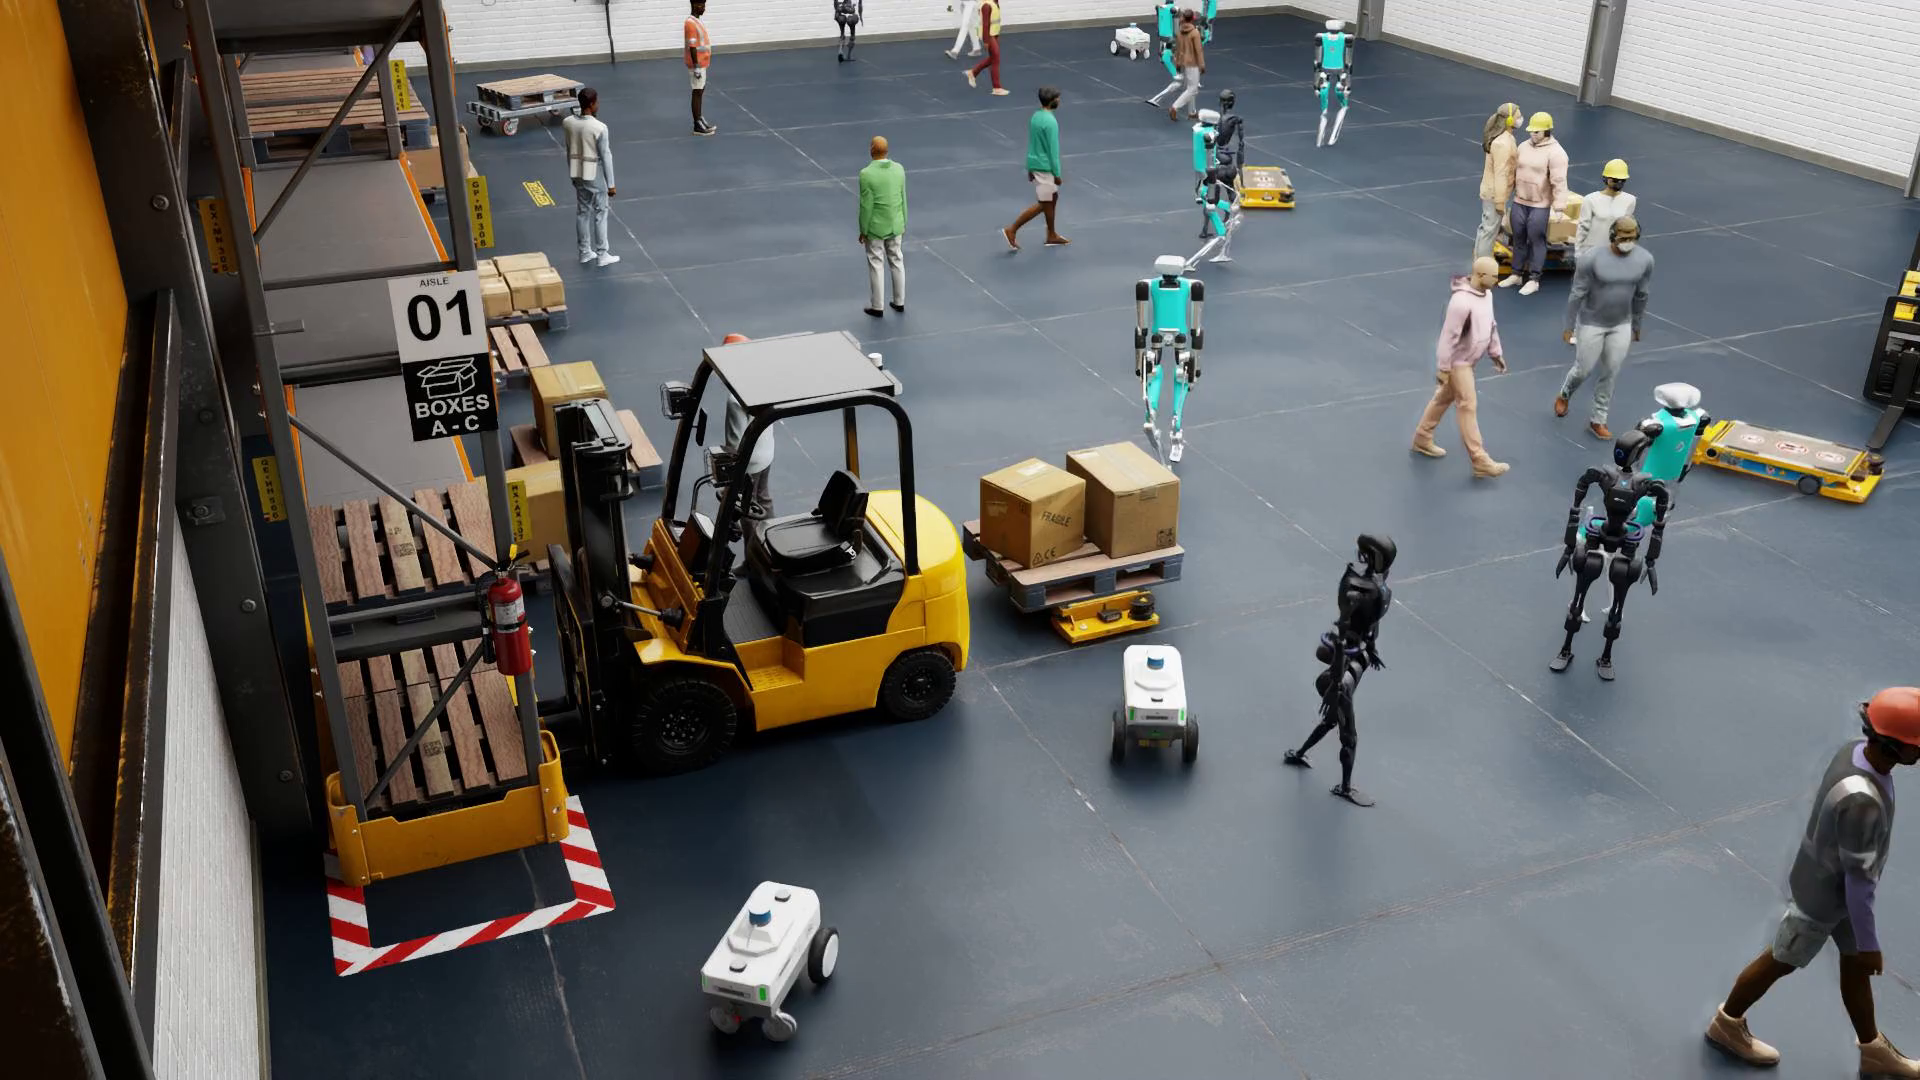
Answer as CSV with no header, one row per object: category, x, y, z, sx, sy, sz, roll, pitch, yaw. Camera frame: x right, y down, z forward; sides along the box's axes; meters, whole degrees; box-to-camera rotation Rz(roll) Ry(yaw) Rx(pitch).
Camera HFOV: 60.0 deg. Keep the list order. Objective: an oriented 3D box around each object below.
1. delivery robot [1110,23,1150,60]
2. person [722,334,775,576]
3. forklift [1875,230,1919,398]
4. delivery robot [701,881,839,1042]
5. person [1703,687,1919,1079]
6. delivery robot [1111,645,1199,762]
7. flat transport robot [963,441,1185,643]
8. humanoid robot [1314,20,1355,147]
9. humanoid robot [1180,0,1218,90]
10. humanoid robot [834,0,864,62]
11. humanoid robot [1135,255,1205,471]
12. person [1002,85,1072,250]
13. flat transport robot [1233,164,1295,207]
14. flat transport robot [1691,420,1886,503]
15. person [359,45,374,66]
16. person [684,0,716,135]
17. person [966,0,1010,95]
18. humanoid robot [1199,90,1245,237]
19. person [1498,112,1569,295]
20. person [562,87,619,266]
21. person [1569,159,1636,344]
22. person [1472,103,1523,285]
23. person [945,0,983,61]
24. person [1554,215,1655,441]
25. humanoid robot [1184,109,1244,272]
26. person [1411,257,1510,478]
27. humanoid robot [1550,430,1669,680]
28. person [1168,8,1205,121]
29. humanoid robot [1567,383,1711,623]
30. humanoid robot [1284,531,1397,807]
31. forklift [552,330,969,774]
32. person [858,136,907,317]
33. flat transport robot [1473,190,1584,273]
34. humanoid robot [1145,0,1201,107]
delivery robot,2.992,-8.680,28.950,0.499,0.610,0.804,-11,29,-21
person,-1.478,-0.587,11.515,0.352,1.742,0.572,8,28,15
forklift,9.029,-2.397,14.618,1.214,2.155,2.313,18,32,32
delivery robot,-0.911,1.941,7.809,0.502,0.596,0.767,8,28,16
person,3.828,1.522,7.031,0.998,1.994,0.637,16,31,29
delivery robot,1.142,0.928,9.815,0.499,0.587,0.769,1,27,3
flat transport robot,0.749,0.259,11.471,0.659,0.231,1.431,-11,29,-21
humanoid robot,5.134,-6.221,22.798,0.542,1.834,0.755,11,29,21
humanoid robot,3.701,-7.931,26.260,0.706,1.901,0.543,11,29,22
humanoid robot,-1.935,-8.949,28.245,0.590,1.636,0.497,13,29,24
humanoid robot,1.596,-1.265,12.862,0.542,1.749,0.893,4,27,8
person,0.867,-4.119,18.456,0.811,1.819,0.491,-7,27,-13
flat transport robot,3.773,-4.421,20.782,0.659,0.231,1.431,2,27,3
flat transport robot,6.539,-0.655,13.291,1.431,0.231,0.659,20,33,34
person,-9.056,-7.707,25.580,0.530,1.829,0.567,0,27,1
person,-3.693,-6.745,23.525,0.370,1.958,0.602,0,27,0
person,0.433,-7.852,25.964,0.703,1.746,0.475,9,28,18
humanoid robot,2.935,-4.271,18.927,0.602,1.647,0.454,21,33,35
person,5.917,-3.484,17.154,0.436,1.856,0.808,-17,32,-31
person,-3.978,-3.904,17.935,0.594,1.907,0.407,14,30,25
person,6.062,-2.722,15.730,0.527,1.772,0.302,-2,27,-4
person,5.603,-3.626,17.414,0.409,1.877,0.555,5,27,9
person,0.033,-9.184,28.504,0.975,1.831,0.606,-24,35,-39
person,5.300,-1.798,13.735,0.682,1.915,0.584,-2,27,-4
humanoid robot,2.750,-3.698,17.715,0.922,1.768,0.541,-4,27,-9
person,4.037,-1.389,13.120,0.903,1.732,0.508,18,32,32
humanoid robot,4.006,0.090,10.229,0.599,1.655,0.315,12,29,22
person,3.324,-6.910,24.224,0.692,1.612,0.473,-15,30,-27
humanoid robot,4.341,-0.271,10.885,0.541,1.753,0.786,-12,29,-22
humanoid robot,2.113,0.666,9.163,0.577,1.661,0.610,17,31,30
forklift,-1.094,0.010,9.831,2.313,2.155,1.214,-10,28,-20
person,-0.769,-3.098,16.464,0.551,1.781,0.384,-18,32,-31
flat transport robot,6.428,-3.115,18.184,1.431,0.231,0.659,-2,27,-4
humanoid robot,3.261,-7.325,24.927,1.033,1.734,0.559,-13,29,-24
